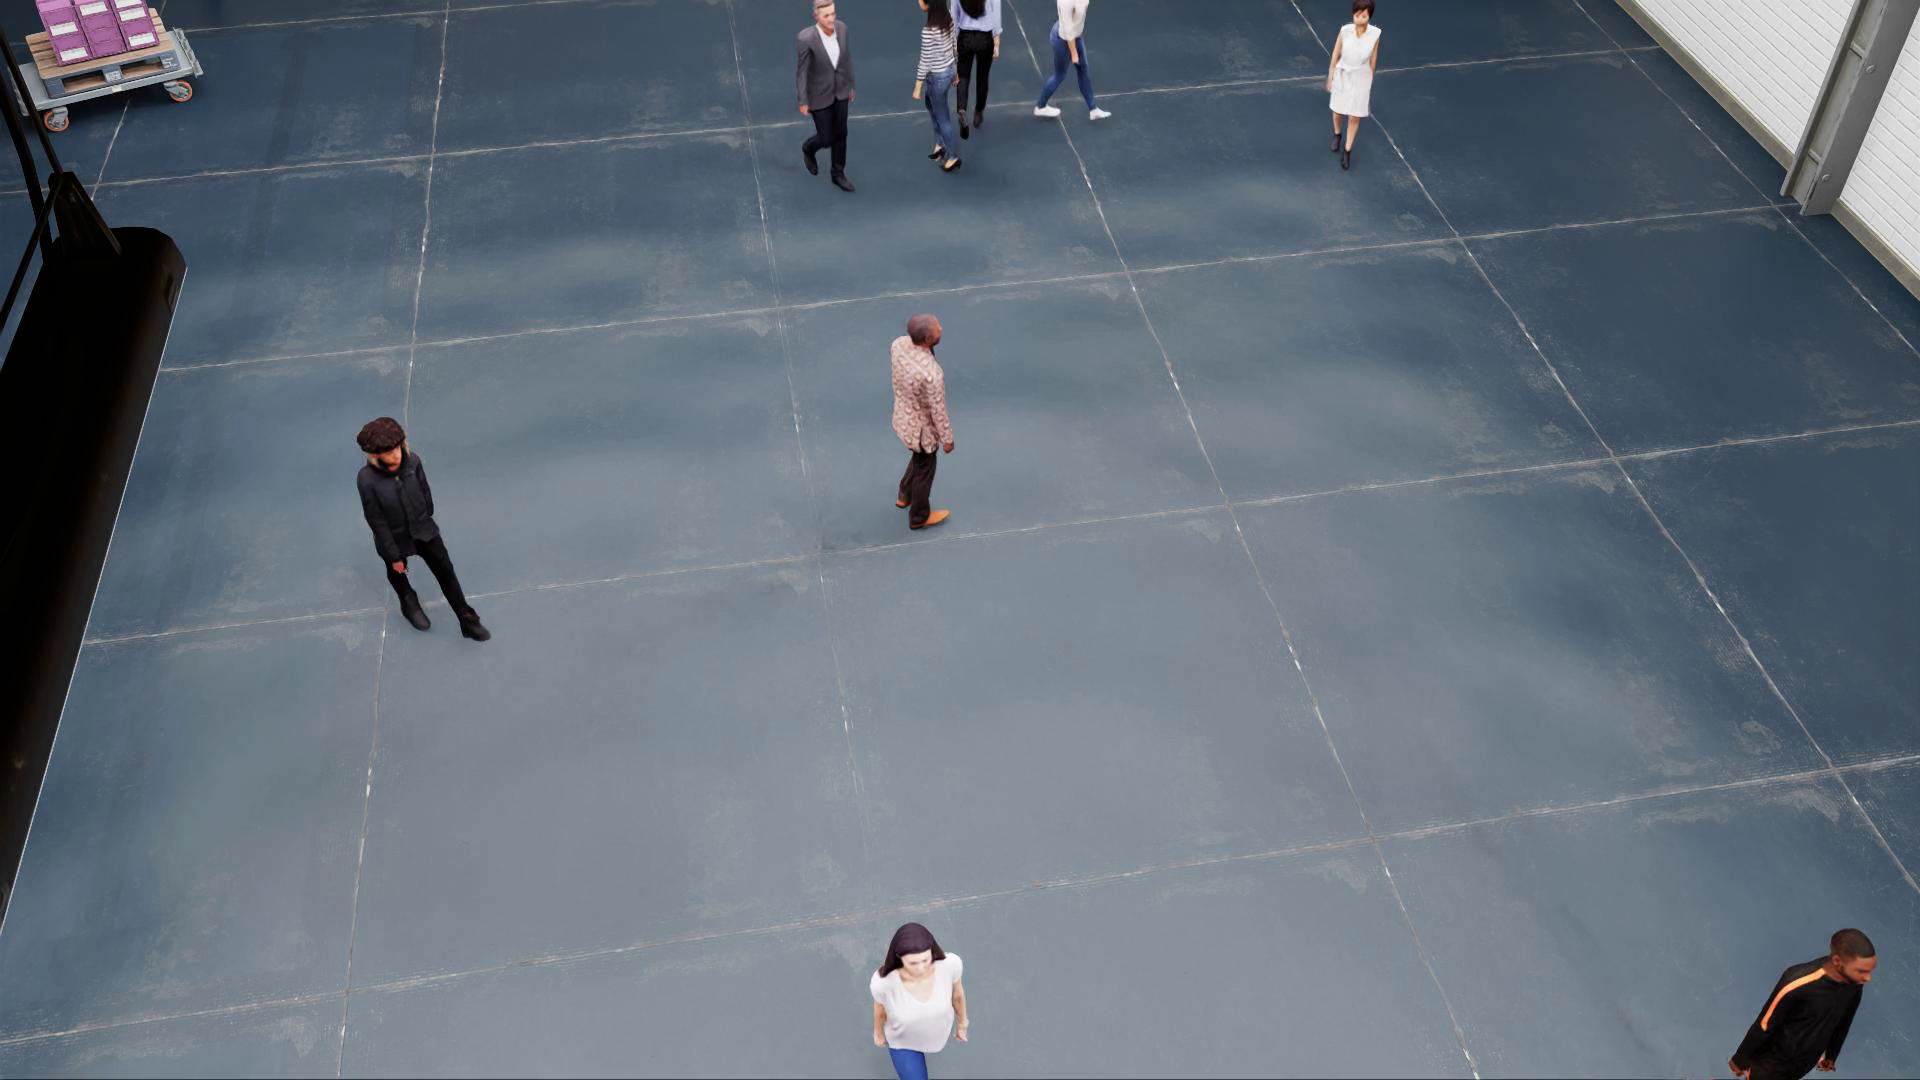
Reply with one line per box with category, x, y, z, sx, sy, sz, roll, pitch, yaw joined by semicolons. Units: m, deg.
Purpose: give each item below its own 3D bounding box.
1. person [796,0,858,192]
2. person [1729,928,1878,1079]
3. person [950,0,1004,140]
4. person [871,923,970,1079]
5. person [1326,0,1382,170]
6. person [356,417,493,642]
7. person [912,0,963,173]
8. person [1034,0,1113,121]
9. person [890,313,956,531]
person;-1.213;-3.948;14.638;0.952;1.823;1.013;-32;52;-29
person;3.928;2.372;8.018;0.700;1.803;0.656;-12;45;-13
person;0.130;-4.479;15.266;0.820;1.727;1.051;4;44;4
person;-0.225;2.341;8.164;0.753;1.647;1.148;-15;46;-15
person;3.570;-4.229;15.143;0.765;1.534;0.897;10;45;11
person;-3.615;-0.094;10.652;0.976;1.741;1.107;-34;53;-30
person;-0.107;-4.045;14.774;0.804;1.775;0.735;19;47;19
person;0.916;-4.633;15.454;1.034;1.689;1.069;9;44;10
person;-0.346;-0.766;11.319;0.864;1.793;0.709;-24;48;-23
